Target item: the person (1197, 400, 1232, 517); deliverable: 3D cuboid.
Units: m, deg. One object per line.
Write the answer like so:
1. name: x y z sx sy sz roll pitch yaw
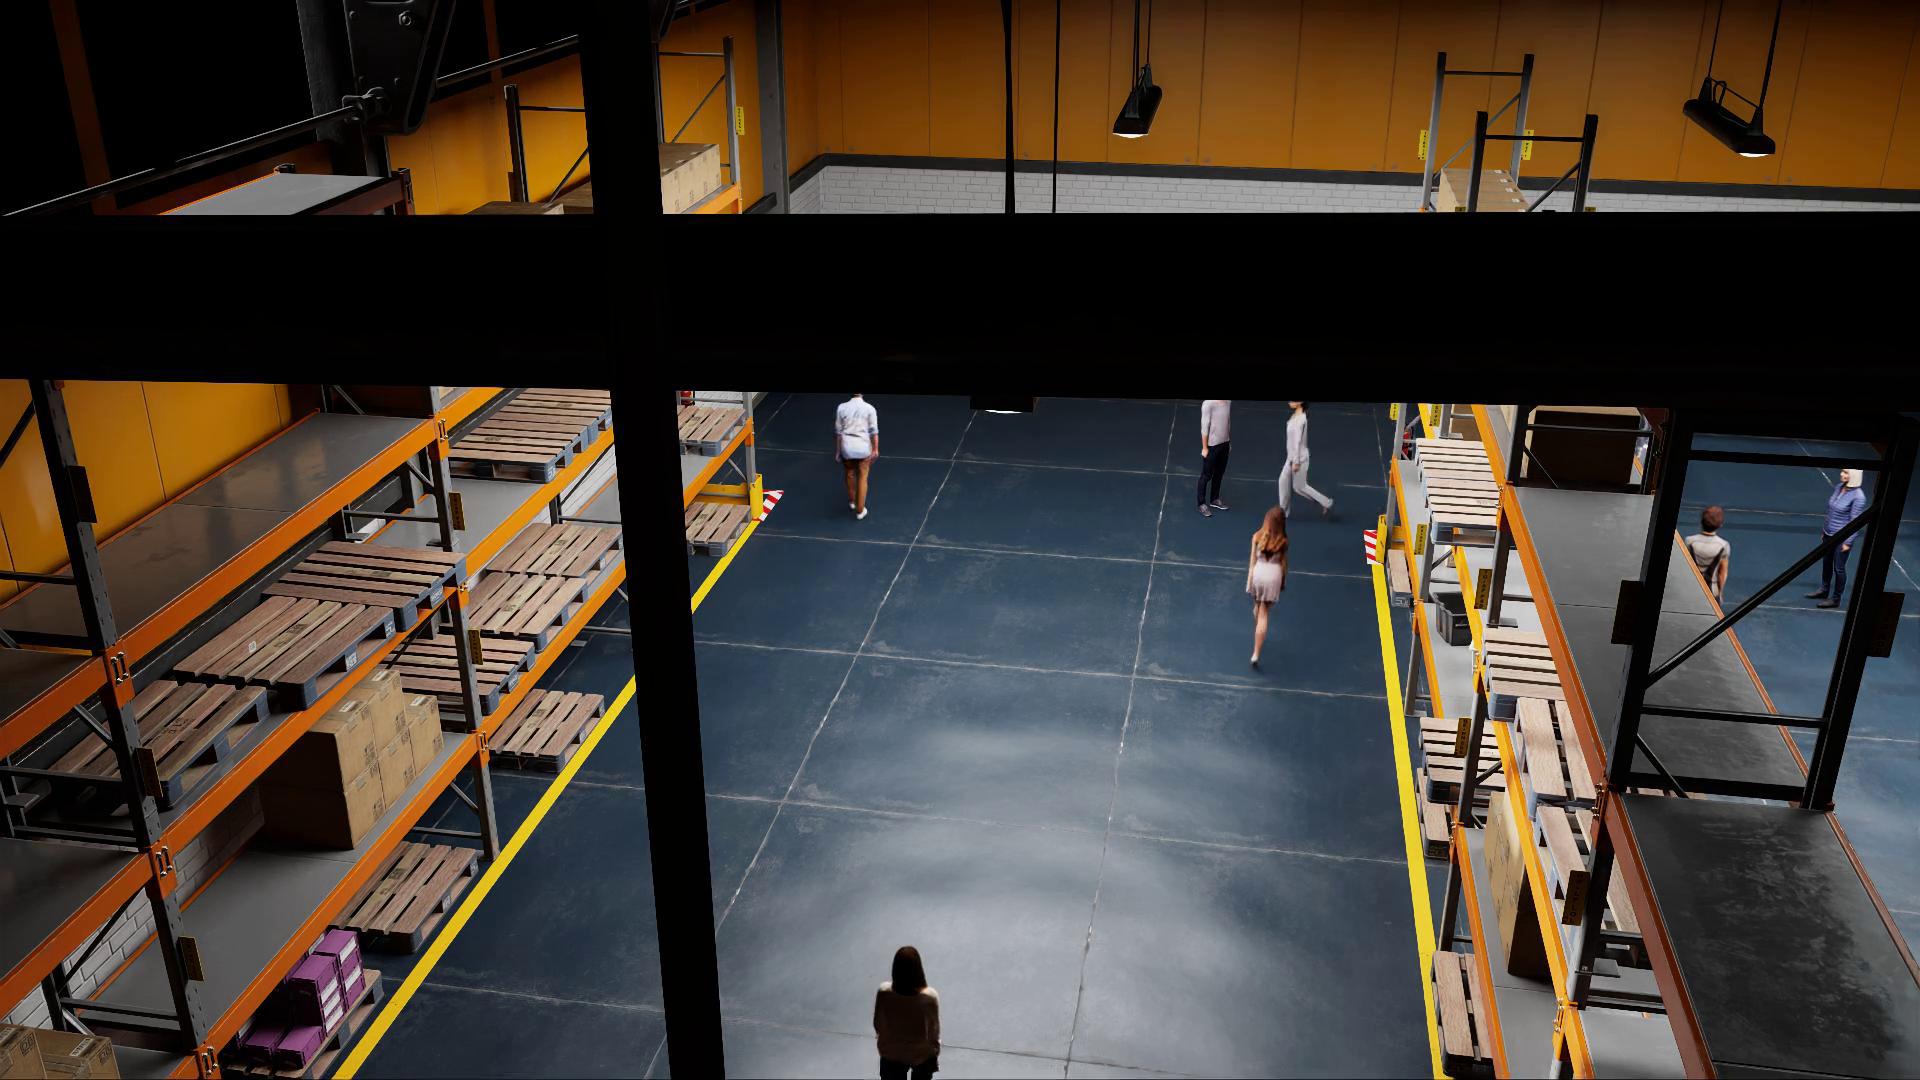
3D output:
1. person: 3.298 -1.250 21.493 0.708 1.844 0.793 -19 30 -36

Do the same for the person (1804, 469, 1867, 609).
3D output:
1. person: 10.028 -0.073 18.926 0.760 1.743 0.596 -3 24 -8

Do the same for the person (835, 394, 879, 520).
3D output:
1. person: -1.337 -1.131 21.268 0.734 1.806 0.821 3 24 6

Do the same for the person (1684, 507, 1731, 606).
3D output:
1. person: 7.701 0.542 17.329 0.689 1.896 0.633 9 25 20

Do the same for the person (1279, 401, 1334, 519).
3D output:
1. person: 4.388 -1.038 21.136 0.735 1.742 0.973 1 24 3

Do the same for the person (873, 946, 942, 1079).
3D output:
1. person: -0.370 3.457 10.973 0.630 1.645 1.034 4 24 8

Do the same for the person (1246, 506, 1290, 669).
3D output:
1. person: 3.211 0.539 17.548 0.663 1.726 1.092 6 24 14
